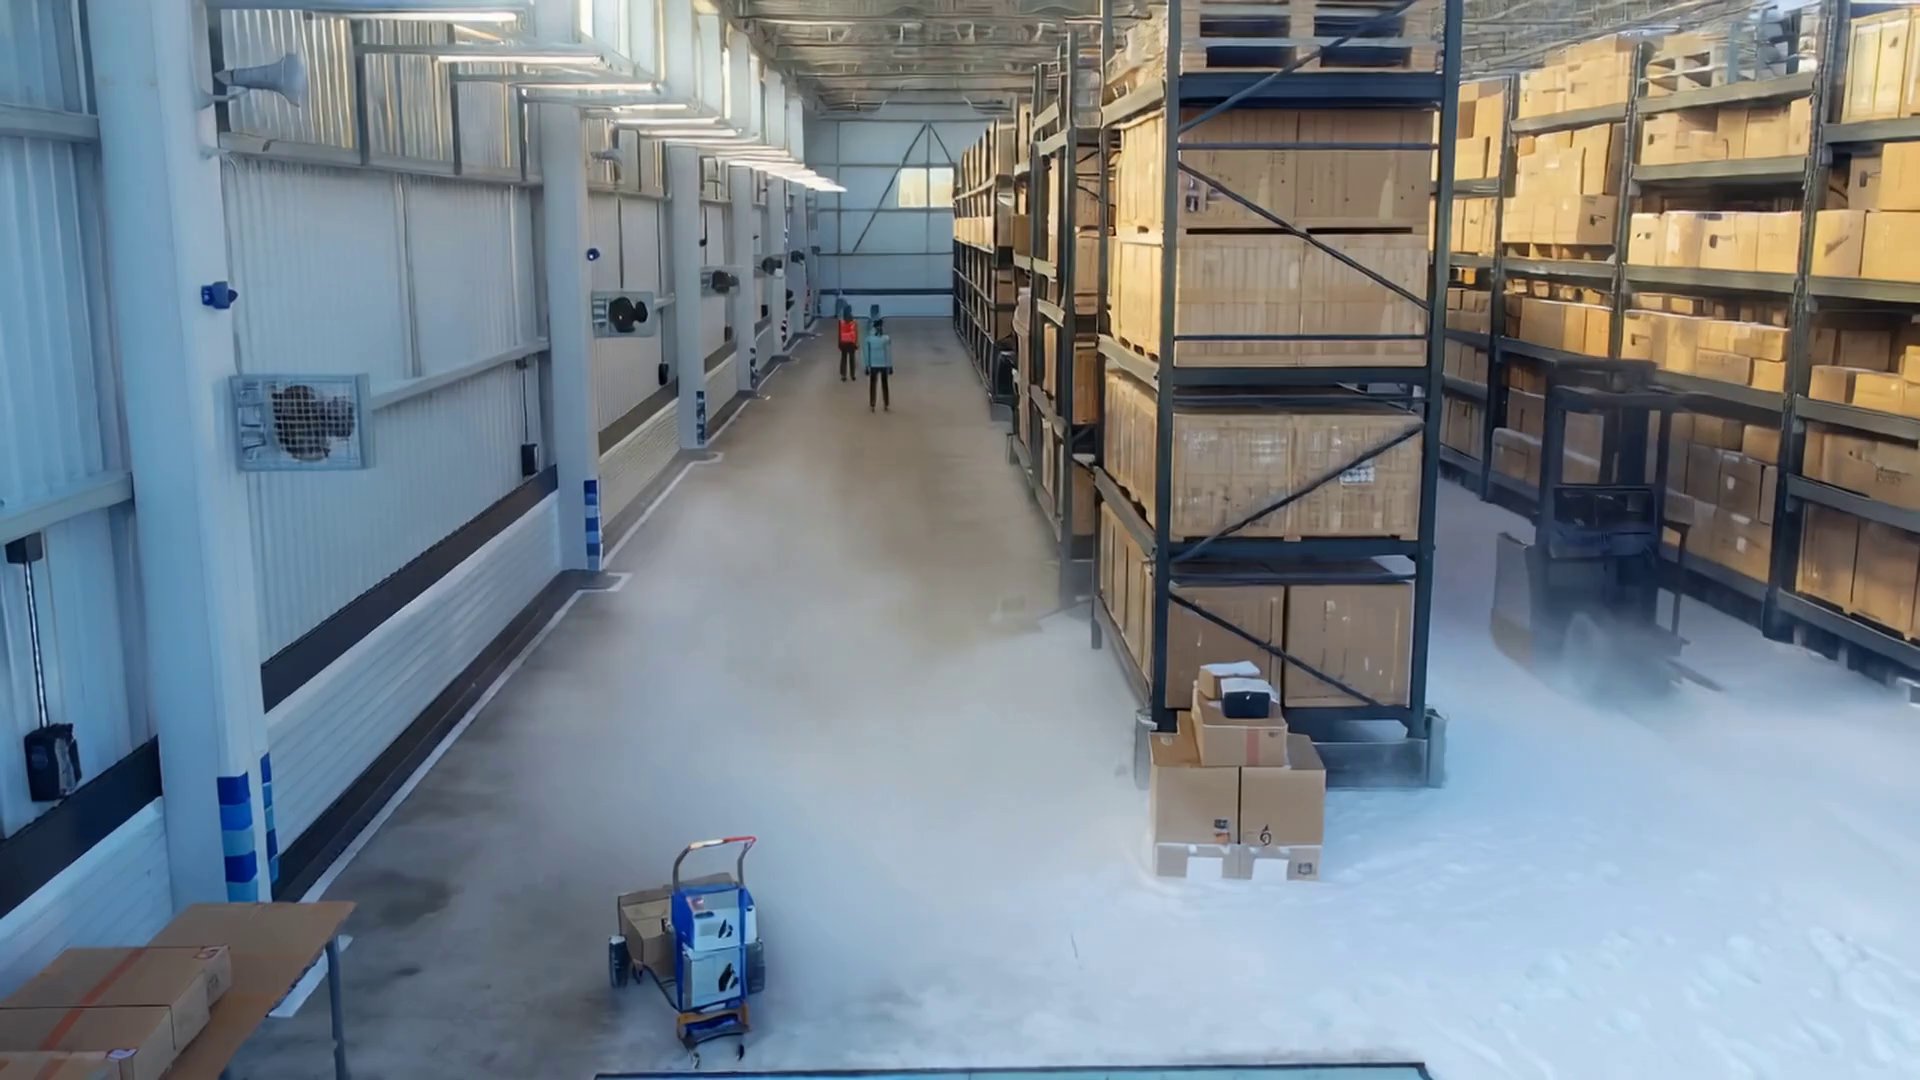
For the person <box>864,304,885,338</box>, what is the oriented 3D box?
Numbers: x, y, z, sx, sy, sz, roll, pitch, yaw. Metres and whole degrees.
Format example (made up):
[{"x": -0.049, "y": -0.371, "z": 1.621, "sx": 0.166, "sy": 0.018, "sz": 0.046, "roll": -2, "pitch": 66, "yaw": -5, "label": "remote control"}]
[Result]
[{"x": -2.329, "y": -5.534, "z": 45.403, "sx": 0.578, "sy": 1.826, "sz": 0.554, "roll": -1, "pitch": 11, "yaw": -8, "label": "person"}]

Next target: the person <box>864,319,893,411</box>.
[{"x": -1.744, "y": -3.742, "z": 35.660, "sx": 0.619, "sy": 1.986, "sz": 0.410, "roll": -2, "pitch": 11, "yaw": -9, "label": "person"}]

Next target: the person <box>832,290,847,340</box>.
[{"x": -4.118, "y": -7.729, "z": 57.125, "sx": 0.499, "sy": 1.702, "sz": 0.704, "roll": 7, "pitch": 13, "yaw": 34, "label": "person"}]

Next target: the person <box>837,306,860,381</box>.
[{"x": -2.847, "y": -5.017, "z": 42.479, "sx": 0.588, "sy": 1.913, "sz": 0.397, "roll": -5, "pitch": 12, "yaw": -23, "label": "person"}]

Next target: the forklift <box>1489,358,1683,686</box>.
[{"x": 5.728, "y": -0.257, "z": 15.186, "sx": 1.129, "sy": 2.768, "sz": 1.873, "roll": 0, "pitch": 11, "yaw": -2, "label": "forklift"}]
